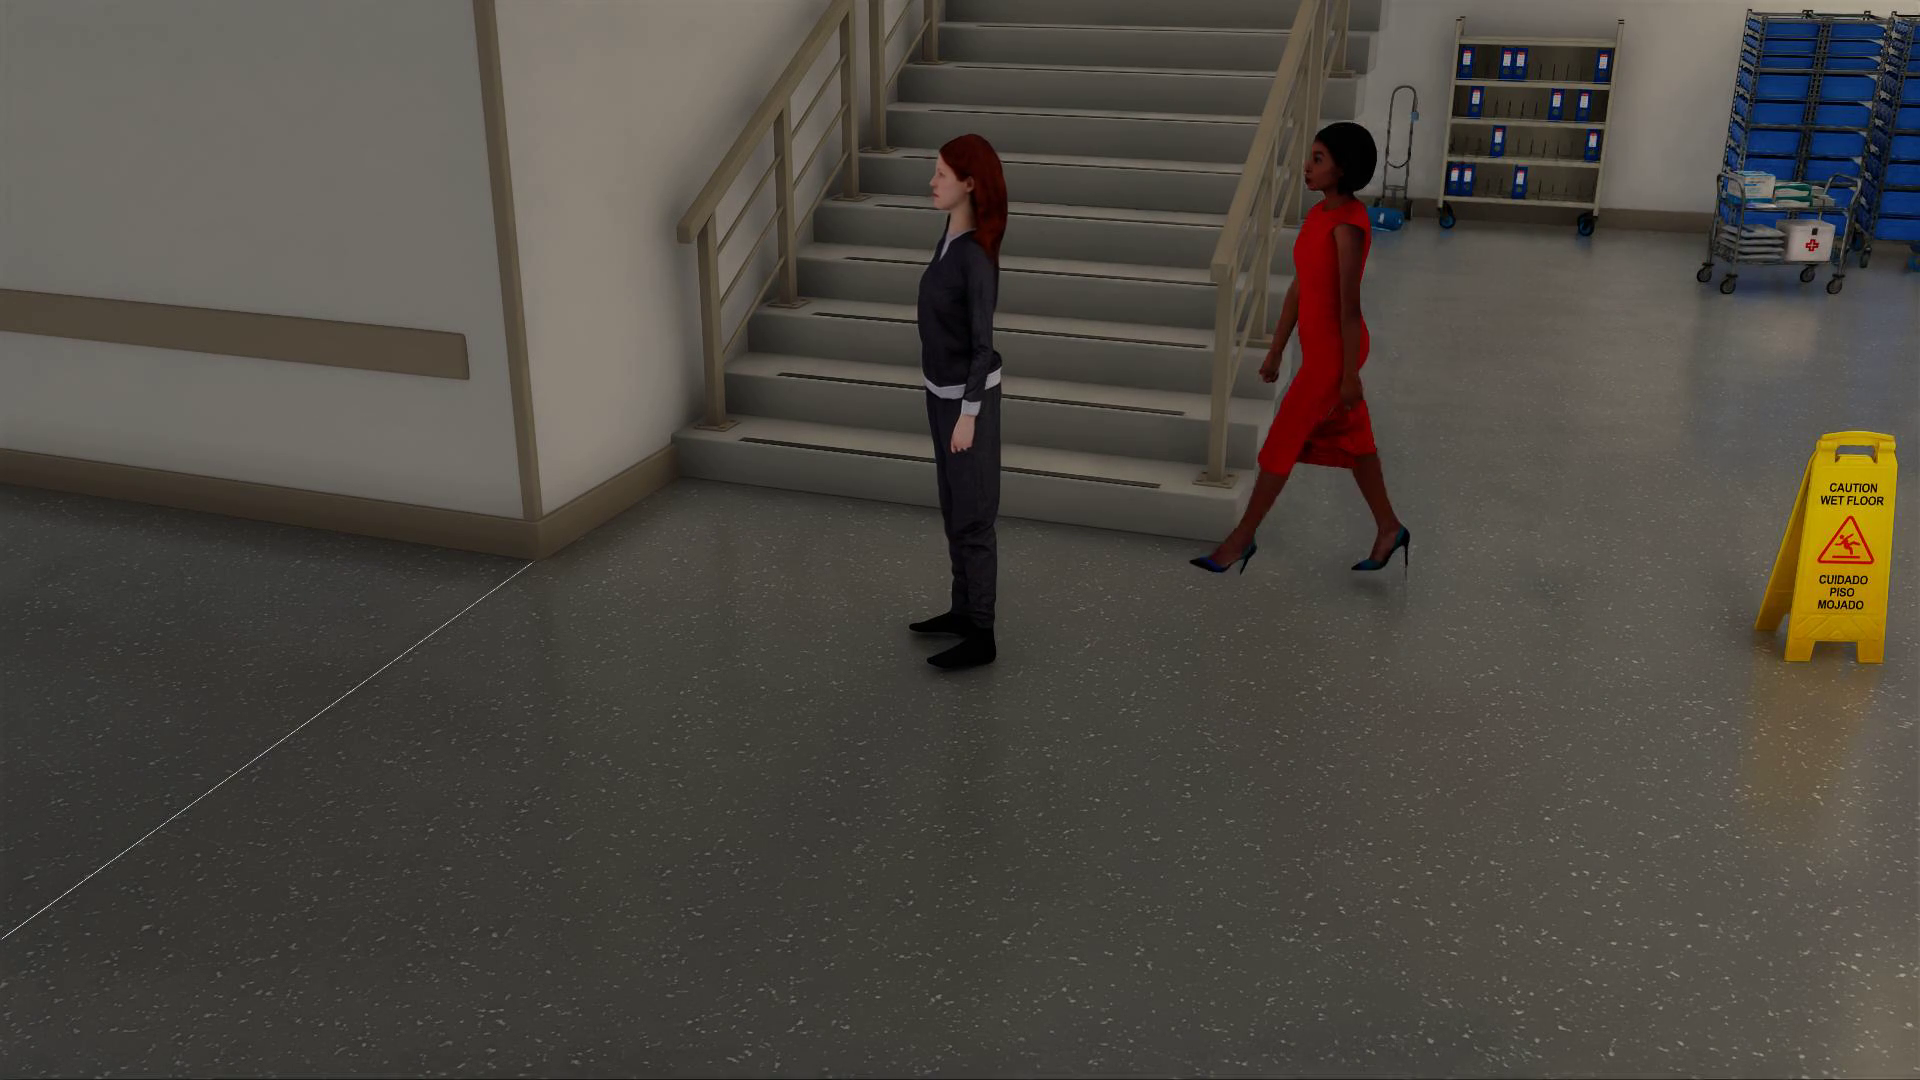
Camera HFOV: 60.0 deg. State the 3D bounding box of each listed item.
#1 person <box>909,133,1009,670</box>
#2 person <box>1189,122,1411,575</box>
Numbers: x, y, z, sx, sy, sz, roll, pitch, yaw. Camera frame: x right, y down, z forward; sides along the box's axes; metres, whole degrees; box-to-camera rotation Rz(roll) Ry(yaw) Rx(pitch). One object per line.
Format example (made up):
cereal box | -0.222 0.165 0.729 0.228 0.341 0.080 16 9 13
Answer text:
person | 0.009 -0.447 5.538 0.716 1.780 0.620 -5 21 -13
person | 1.442 -0.632 6.149 0.942 1.694 1.104 -1 21 -3
